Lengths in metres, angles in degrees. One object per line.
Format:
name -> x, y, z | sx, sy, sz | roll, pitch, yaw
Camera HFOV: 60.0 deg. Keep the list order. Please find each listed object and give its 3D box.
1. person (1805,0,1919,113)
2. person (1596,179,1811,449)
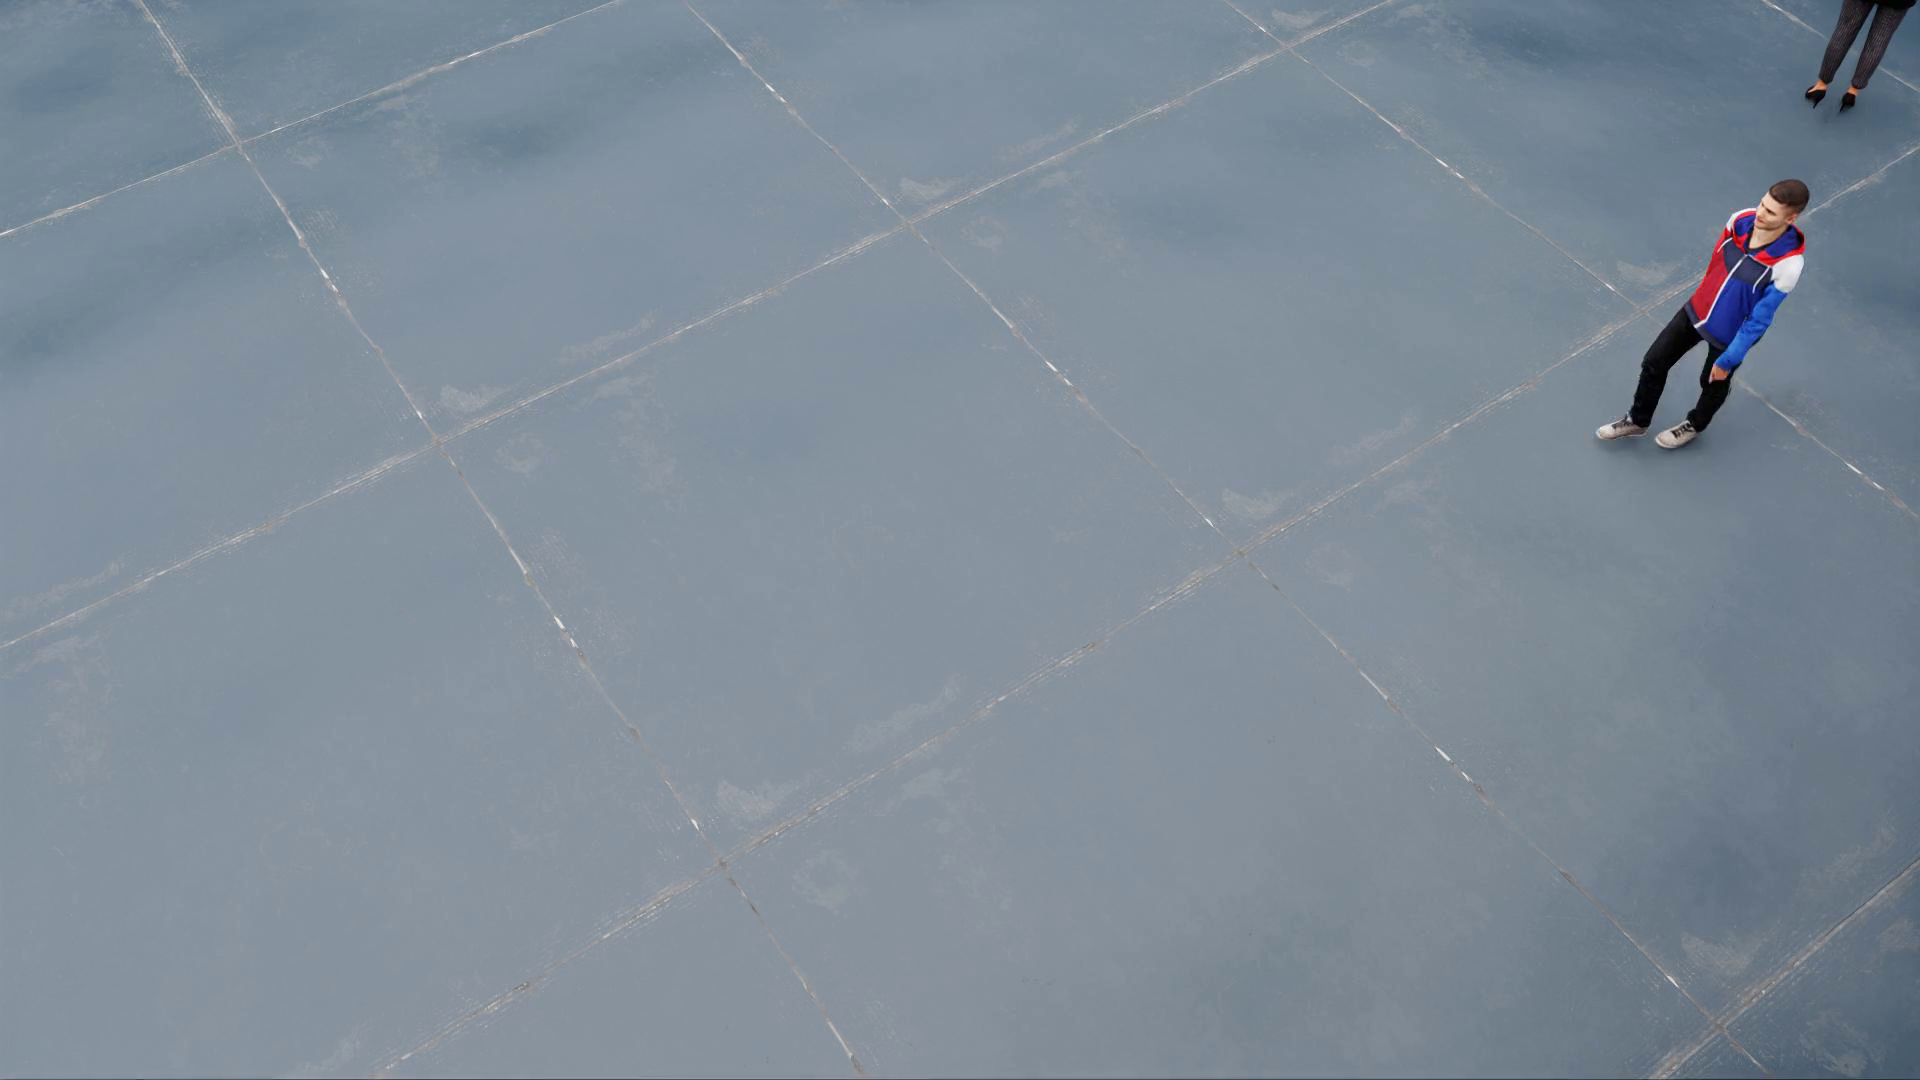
person -> 5.511, -3.323, 9.899 | 0.690, 1.717, 0.796 | 19, 55, 14
person -> 3.814, -1.083, 8.149 | 0.828, 1.743, 0.816 | -17, 54, -13
